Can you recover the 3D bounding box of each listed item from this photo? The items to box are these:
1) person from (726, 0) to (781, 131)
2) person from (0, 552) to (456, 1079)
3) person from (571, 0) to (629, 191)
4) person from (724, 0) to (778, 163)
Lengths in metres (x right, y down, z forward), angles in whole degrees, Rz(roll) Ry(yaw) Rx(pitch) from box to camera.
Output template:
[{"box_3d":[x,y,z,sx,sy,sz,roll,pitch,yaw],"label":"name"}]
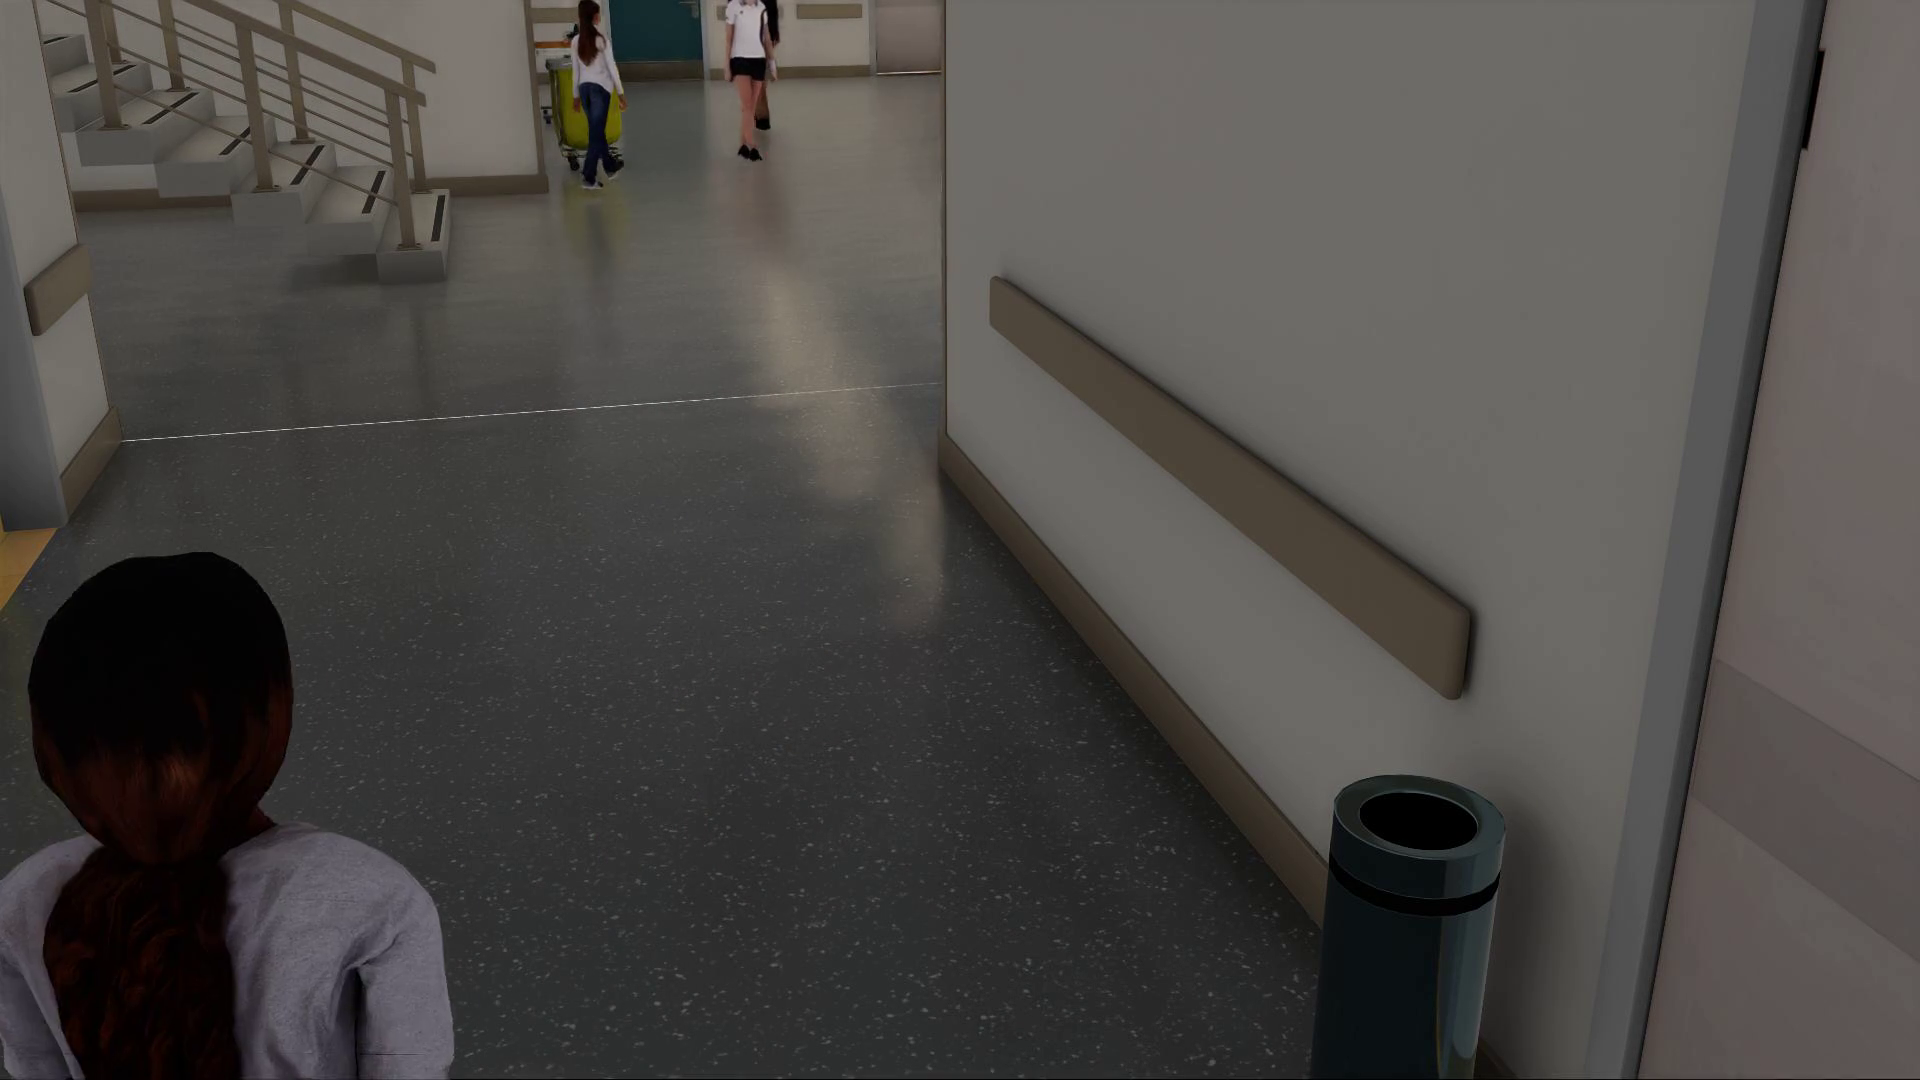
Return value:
[{"box_3d":[-2.151,-5.243,17.496,1.218,1.865,0.902,-9,22,-22],"label":"person"},{"box_3d":[-0.688,0.870,1.624,1.099,1.677,0.789,-2,21,-4],"label":"person"},{"box_3d":[-3.067,-3.645,13.783,1.069,1.508,1.002,7,22,17],"label":"person"},{"box_3d":[-1.996,-4.389,15.443,0.896,1.724,0.805,-13,24,-30],"label":"person"}]
